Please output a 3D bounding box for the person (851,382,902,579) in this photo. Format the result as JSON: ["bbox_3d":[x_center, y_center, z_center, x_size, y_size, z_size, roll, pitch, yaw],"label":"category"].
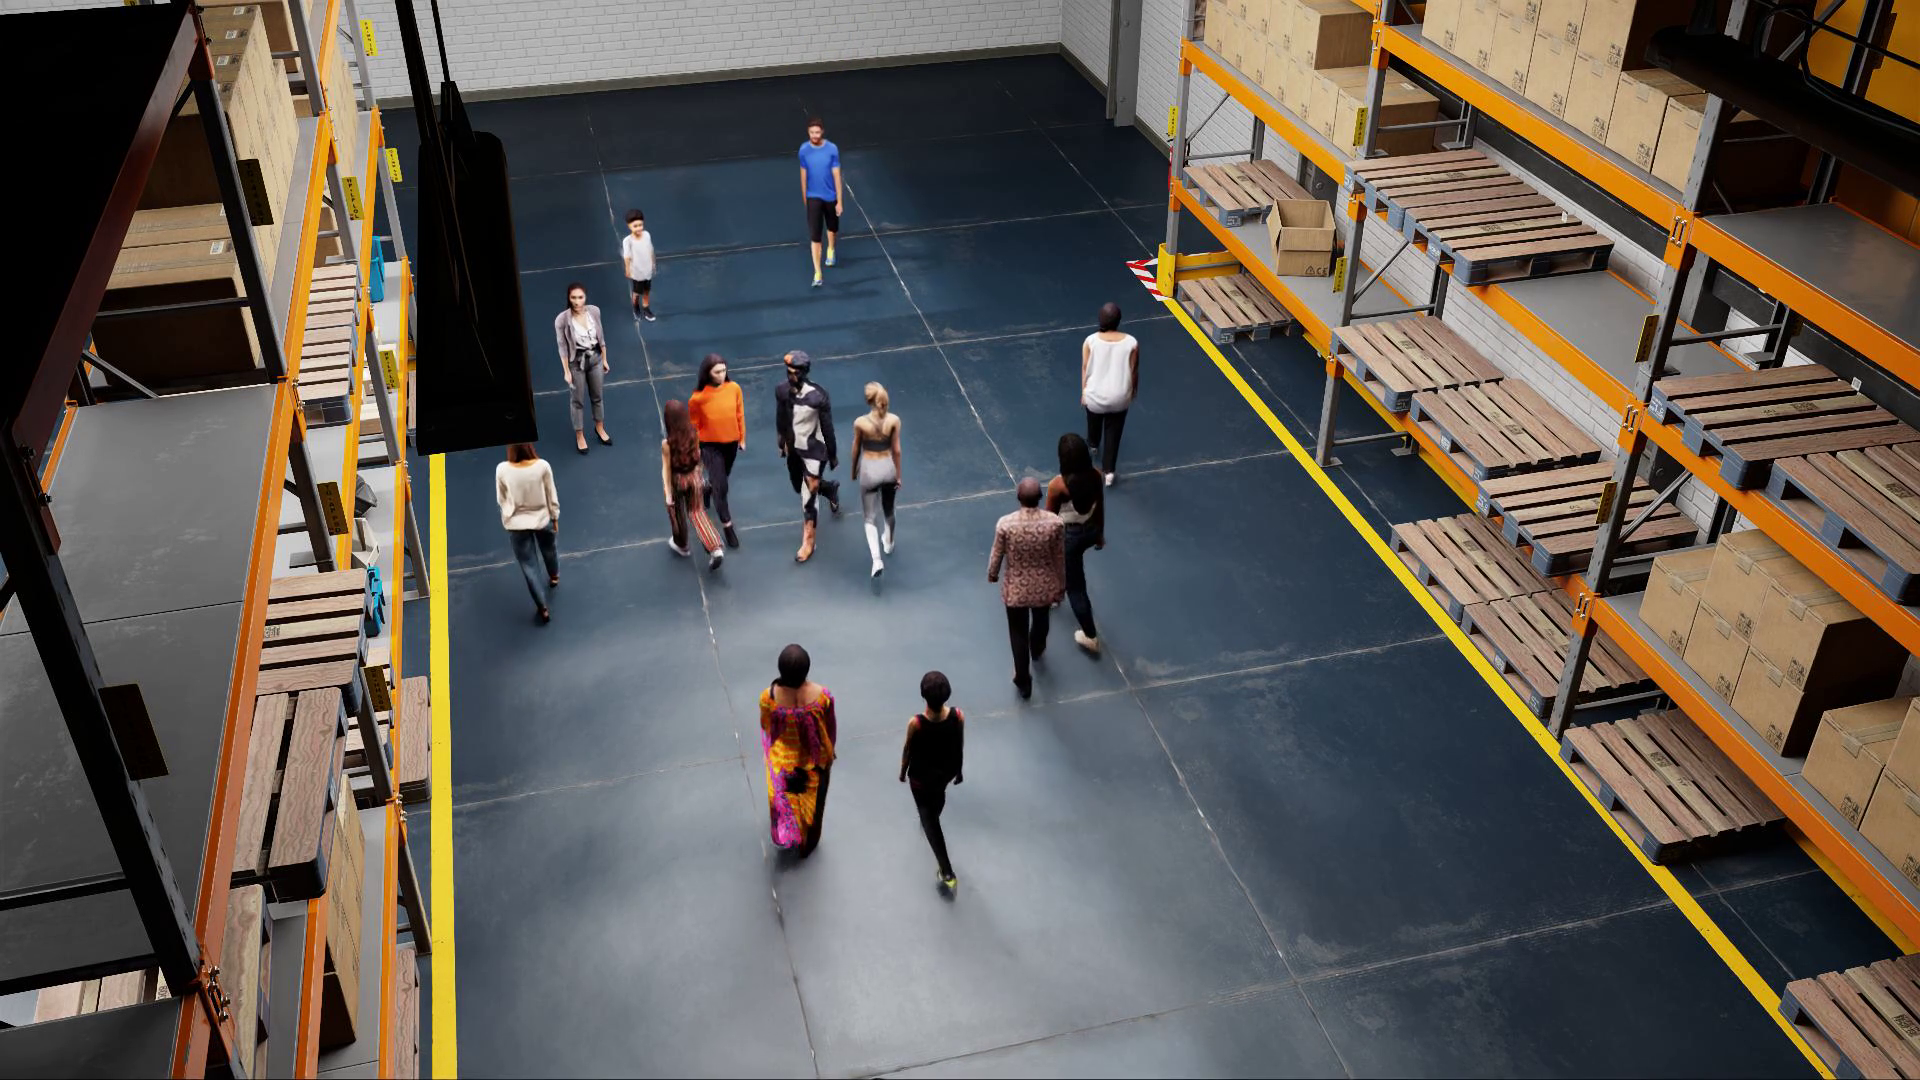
[{"bbox_3d":[-0.672,-0.476,13.640,0.576,1.684,0.999,-6,34,-8],"label":"person"}]

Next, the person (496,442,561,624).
[{"bbox_3d":[-3.376,-0.084,13.073,0.618,1.658,0.888,-10,35,-14],"label":"person"}]

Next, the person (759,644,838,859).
[{"bbox_3d":[-1.063,1.396,10.833,0.719,1.674,0.782,-3,34,-4],"label":"person"}]

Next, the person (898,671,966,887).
[{"bbox_3d":[-0.148,1.549,10.745,0.669,1.516,1.054,-14,36,-20],"label":"person"}]

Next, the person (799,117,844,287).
[{"bbox_3d":[-1.513,-3.838,18.578,0.851,1.818,1.290,0,34,0],"label":"person"}]

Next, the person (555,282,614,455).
[{"bbox_3d":[-3.470,-1.615,15.360,0.695,1.677,0.694,-23,40,-30],"label":"person"}]

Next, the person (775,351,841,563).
[{"bbox_3d":[-1.228,-0.774,13.929,1.146,1.861,1.216,16,37,23],"label":"person"}]

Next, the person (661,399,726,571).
[{"bbox_3d":[-2.224,-0.436,13.707,0.834,1.543,1.064,-26,41,-33],"label":"person"}]

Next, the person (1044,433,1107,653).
[{"bbox_3d":[0.920,0.060,12.769,0.901,1.757,1.246,-20,39,-27],"label":"person"}]

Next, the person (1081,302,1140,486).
[{"bbox_3d":[1.317,-1.288,14.894,0.914,1.647,1.161,3,34,5],"label":"person"}]

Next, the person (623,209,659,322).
[{"bbox_3d":[-3.436,-2.955,17.761,0.560,1.250,0.592,-23,40,-30],"label":"person"}]

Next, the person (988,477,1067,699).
[{"bbox_3d":[0.513,0.388,12.245,0.772,1.790,0.998,-4,34,-6],"label":"person"}]

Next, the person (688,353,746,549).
[{"bbox_3d":[-2.086,-0.841,14.160,0.835,1.717,1.178,-17,37,-24],"label":"person"}]
